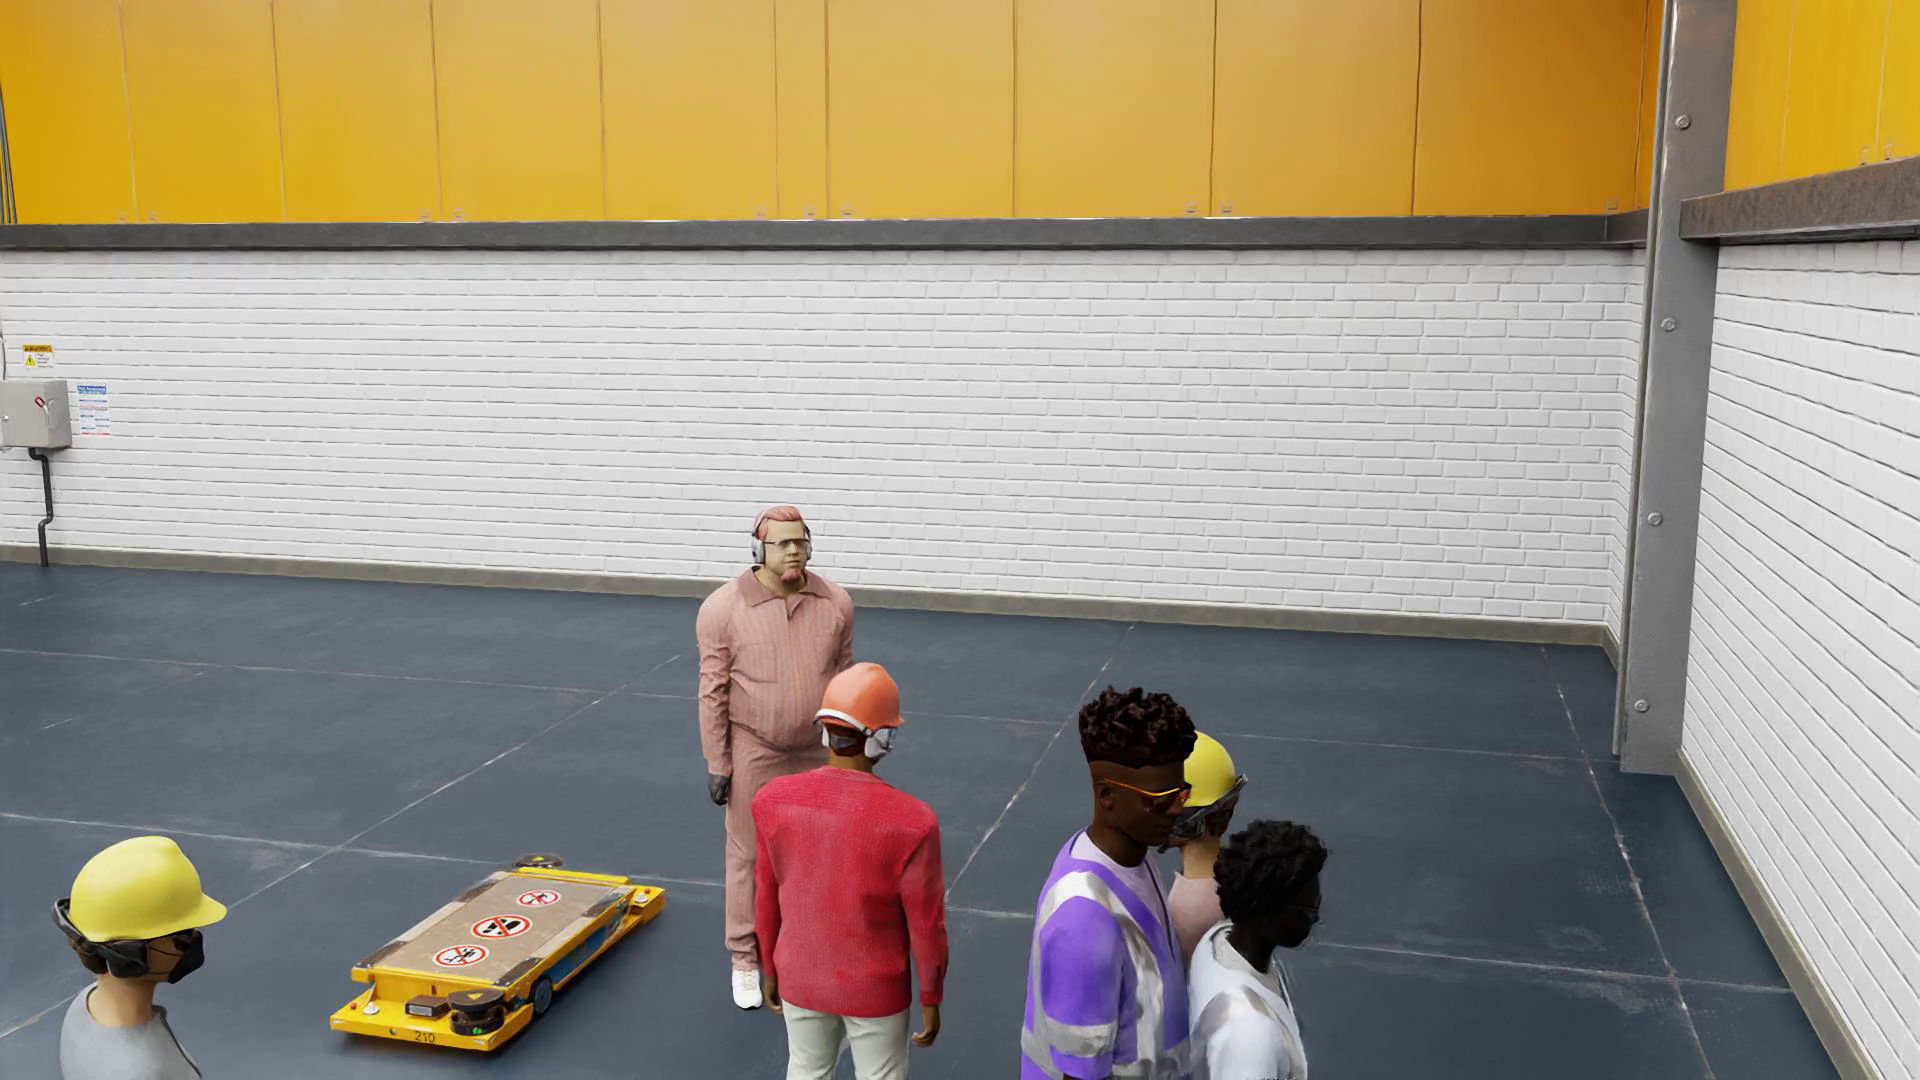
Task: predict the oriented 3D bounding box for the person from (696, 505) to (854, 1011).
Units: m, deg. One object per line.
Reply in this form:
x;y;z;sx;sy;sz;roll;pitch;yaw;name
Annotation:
-0.672;0.814;6.361;0.643;1.913;0.411;-5;11;-28;person

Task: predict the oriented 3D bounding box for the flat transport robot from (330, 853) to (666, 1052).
-1.778;1.592;6.601;0.652;0.197;1.431;3;10;15;flat transport robot

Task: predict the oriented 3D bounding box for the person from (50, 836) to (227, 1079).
-1.537;1.424;3.200;0.326;1.767;0.533;-7;12;-34;person

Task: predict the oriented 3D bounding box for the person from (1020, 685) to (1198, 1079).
0.314;1.264;3.555;0.369;1.963;0.608;2;10;11;person

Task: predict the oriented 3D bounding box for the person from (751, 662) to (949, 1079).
-0.294;1.197;4.623;0.574;1.737;0.354;3;10;19;person

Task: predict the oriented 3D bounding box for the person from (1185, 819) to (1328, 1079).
0.569;1.405;3.593;0.423;1.684;0.600;0;10;2;person
